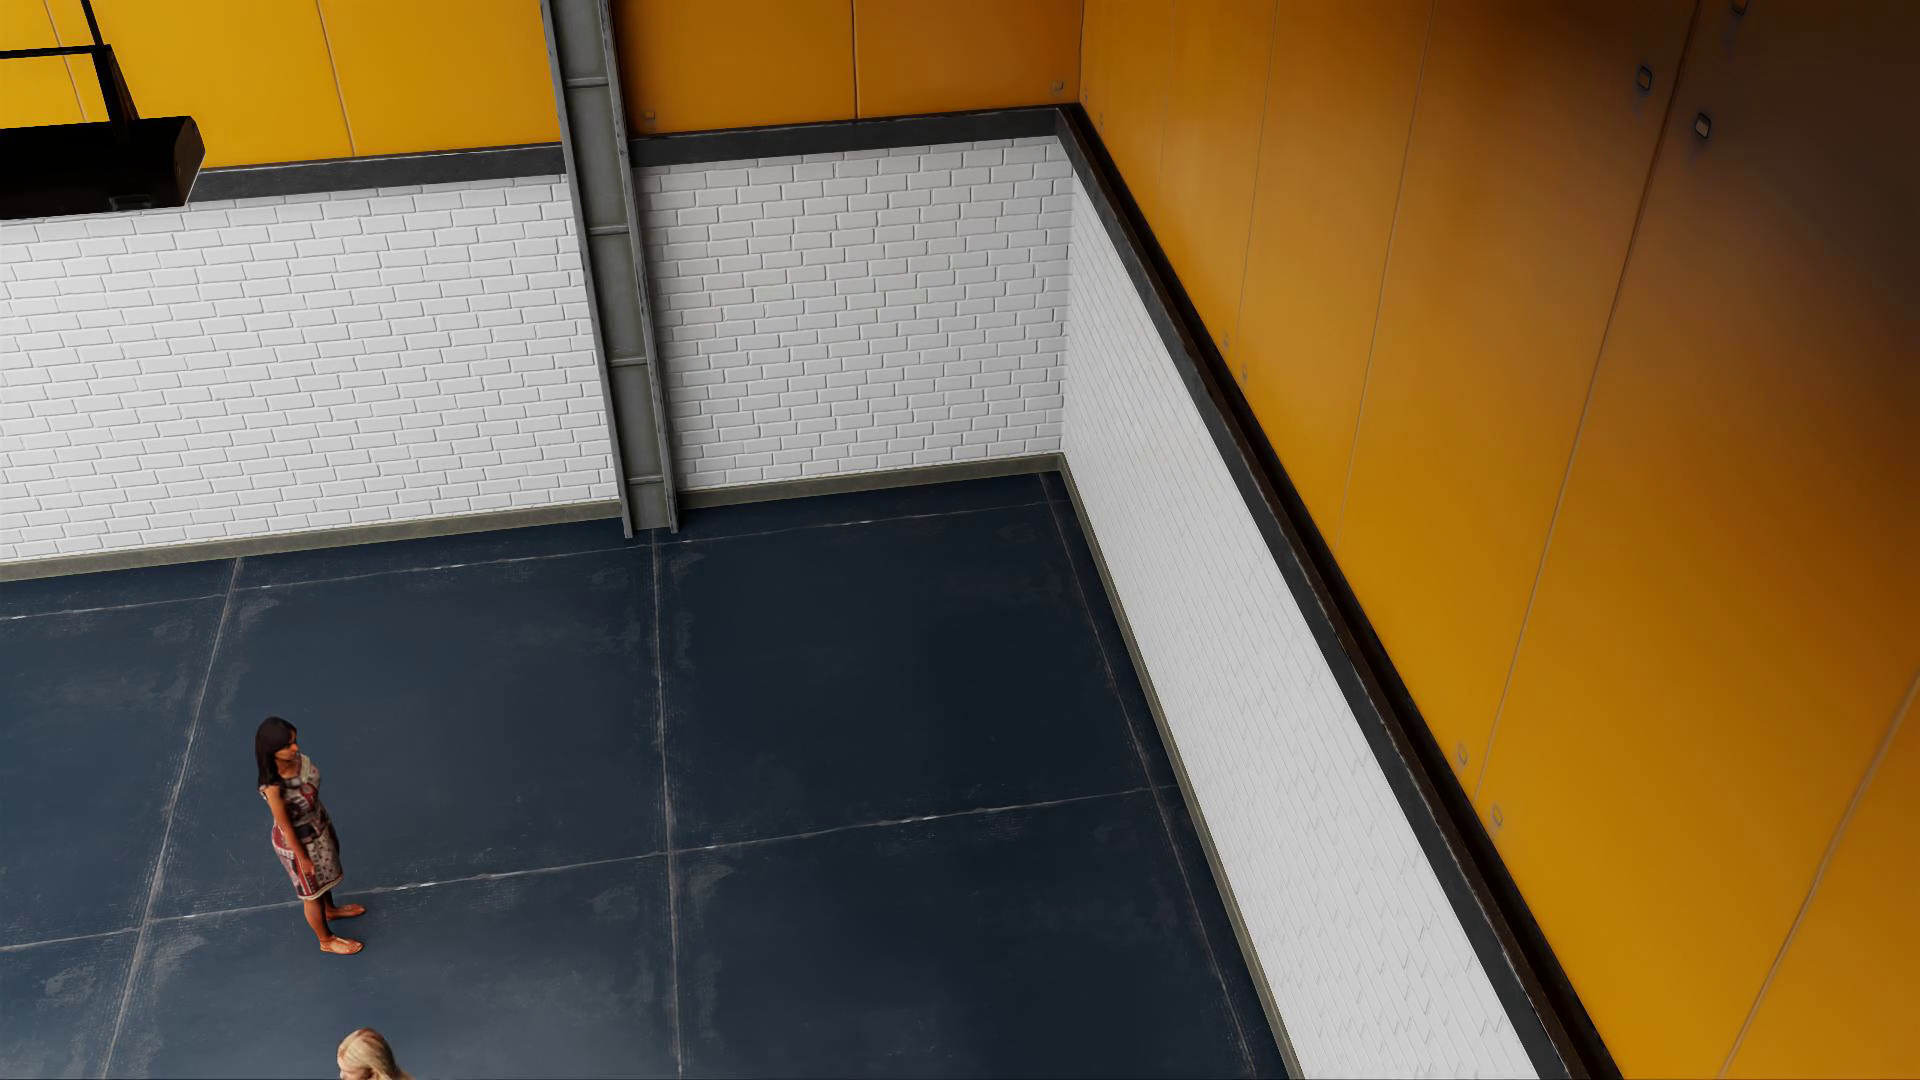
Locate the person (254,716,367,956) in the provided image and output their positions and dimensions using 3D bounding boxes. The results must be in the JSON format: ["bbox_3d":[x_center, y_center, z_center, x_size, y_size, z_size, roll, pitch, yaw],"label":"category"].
[{"bbox_3d":[-3.572,1.590,9.035,0.516,1.643,0.648,-5,39,-6],"label":"person"}]

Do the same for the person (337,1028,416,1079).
[{"bbox_3d":[-2.376,2.729,7.474,1.111,1.812,1.122,20,43,23],"label":"person"}]
